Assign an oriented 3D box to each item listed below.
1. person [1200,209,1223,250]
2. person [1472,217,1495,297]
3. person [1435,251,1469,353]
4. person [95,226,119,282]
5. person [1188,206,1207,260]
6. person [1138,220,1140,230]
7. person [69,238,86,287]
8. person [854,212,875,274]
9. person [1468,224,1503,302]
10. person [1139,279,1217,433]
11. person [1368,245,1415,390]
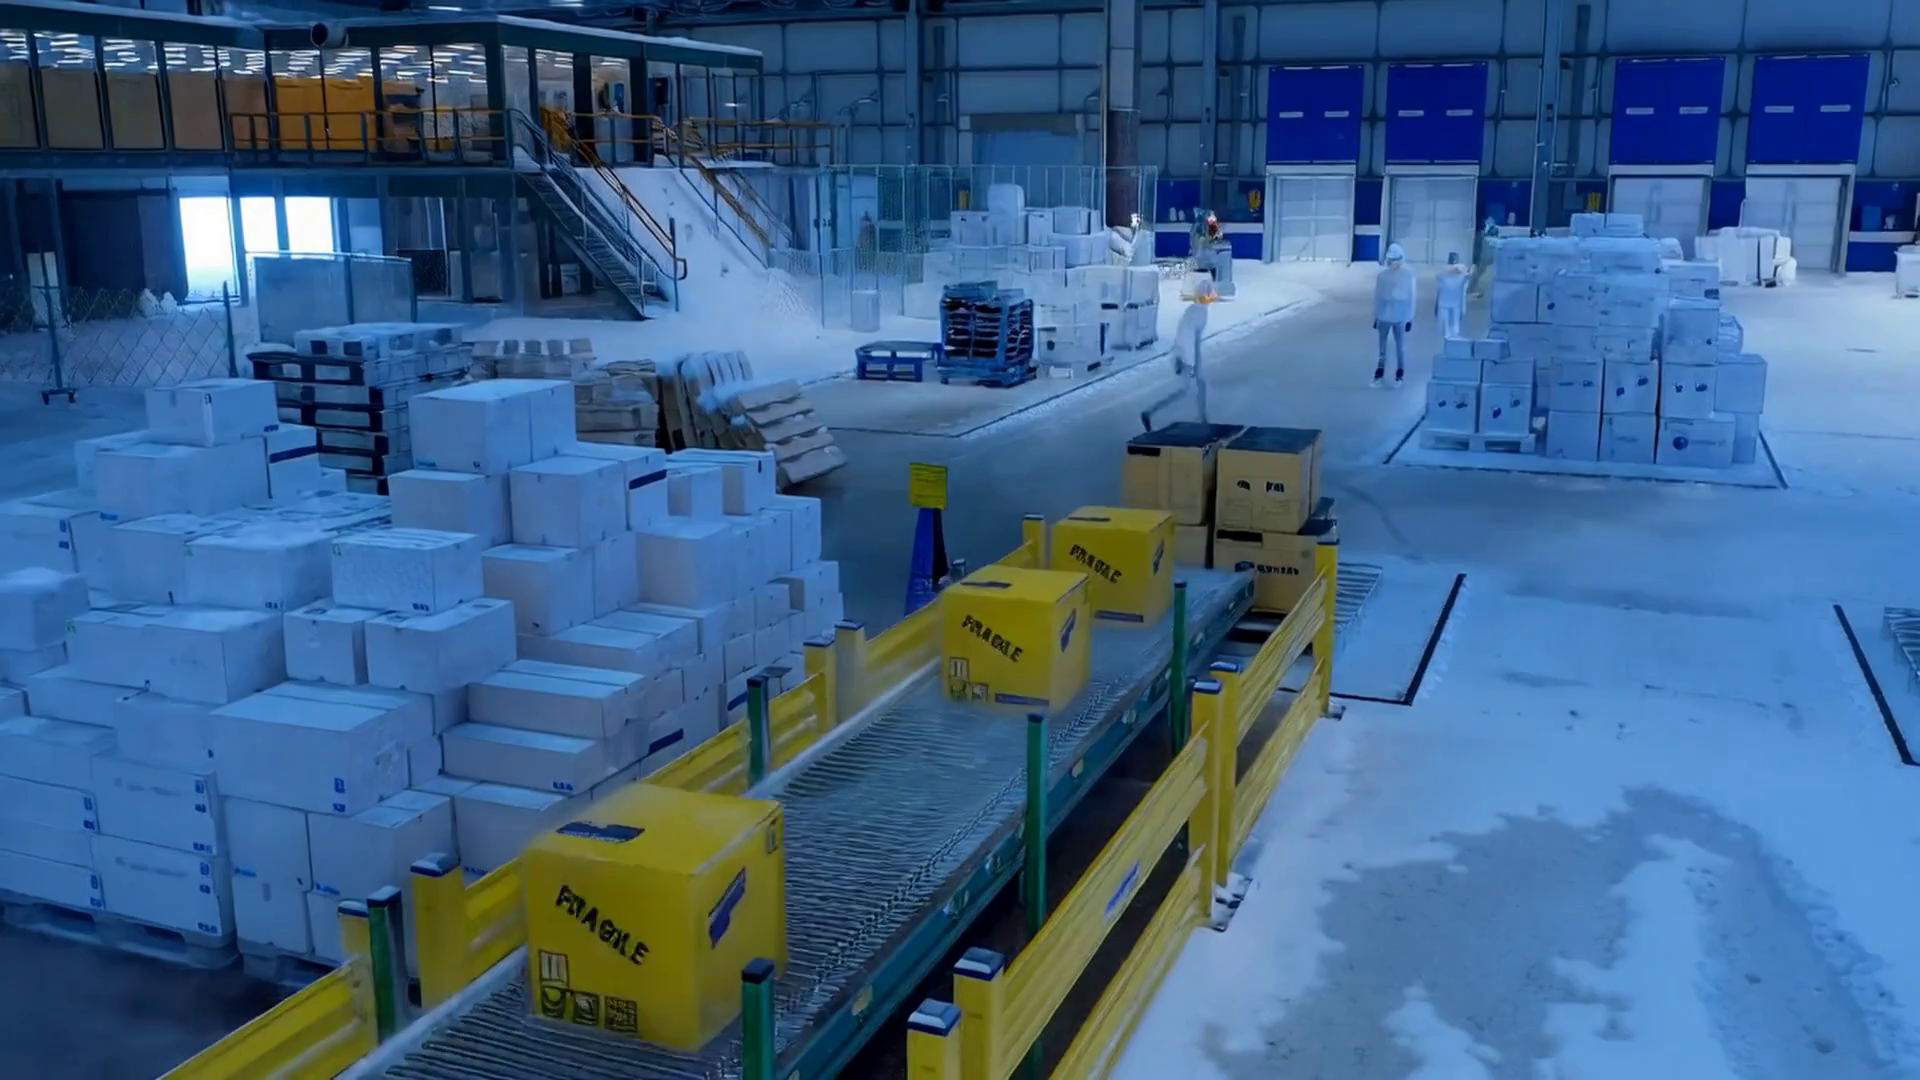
[{"bbox_3d":[7.132,-8.455,47.326,0.586,1.899,0.755,-1,13,-6],"label":"person"},{"bbox_3d":[12.524,-6.743,39.641,0.771,1.893,0.692,11,17,41],"label":"person"},{"bbox_3d":[7.793,-3.698,26.351,0.522,1.751,0.580,6,14,25],"label":"person"},{"bbox_3d":[-22.475,-7.665,43.866,0.650,1.866,0.982,-2,13,-8],"label":"person"},{"bbox_3d":[7.175,-9.160,50.437,0.602,1.918,0.612,-6,14,-24],"label":"person"},{"bbox_3d":[5.495,-9.506,52.138,1.037,1.871,0.561,0,13,0],"label":"person"},{"bbox_3d":[-22.632,-7.270,42.152,0.923,1.836,0.526,-1,13,-6],"label":"person"},{"bbox_3d":[-2.791,-8.673,48.571,0.634,1.782,0.990,0,13,-2],"label":"person"},{"bbox_3d":[12.184,-6.304,37.943,0.976,1.799,0.621,6,14,26],"label":"person"},{"bbox_3d":[2.518,-2.040,18.777,0.931,1.816,0.547,-1,13,-5],"label":"person"},{"bbox_3d":[5.953,-3.065,22.936,0.397,1.992,0.622,-11,17,-41],"label":"person"}]
